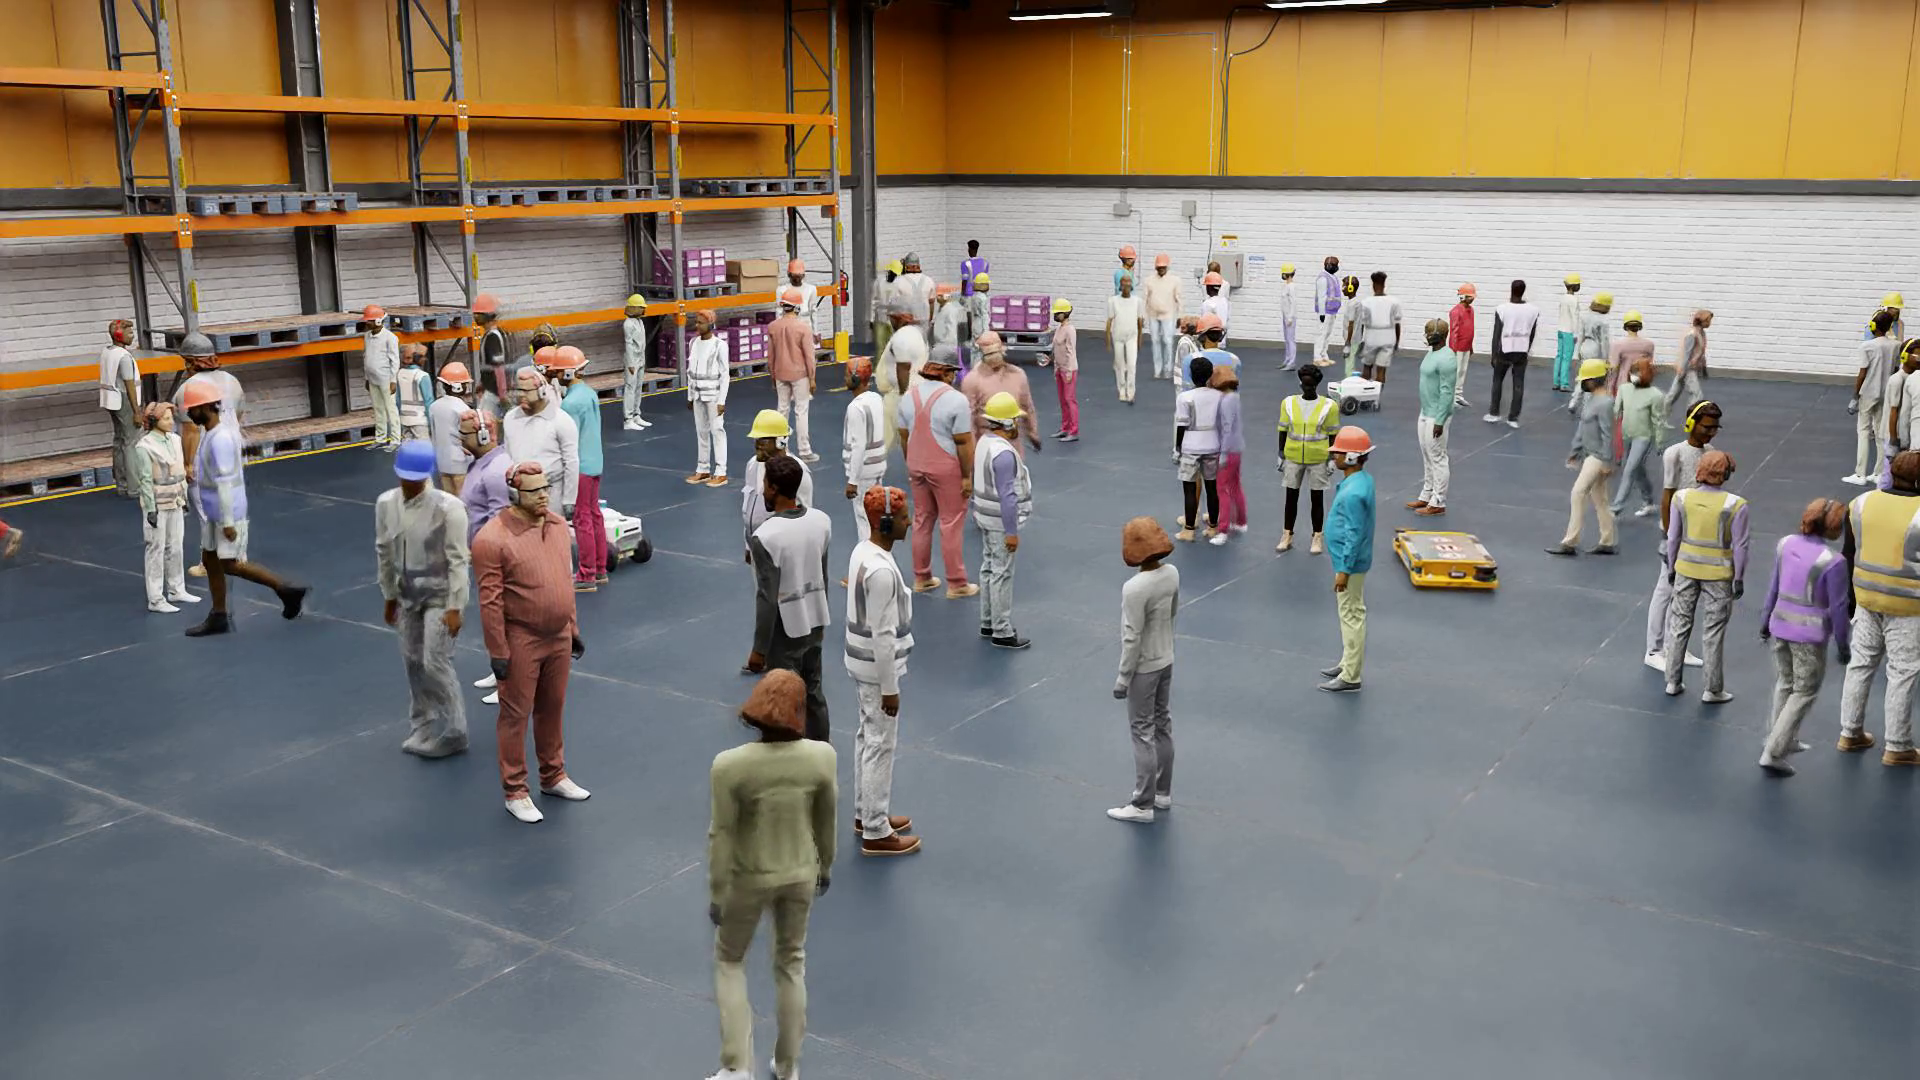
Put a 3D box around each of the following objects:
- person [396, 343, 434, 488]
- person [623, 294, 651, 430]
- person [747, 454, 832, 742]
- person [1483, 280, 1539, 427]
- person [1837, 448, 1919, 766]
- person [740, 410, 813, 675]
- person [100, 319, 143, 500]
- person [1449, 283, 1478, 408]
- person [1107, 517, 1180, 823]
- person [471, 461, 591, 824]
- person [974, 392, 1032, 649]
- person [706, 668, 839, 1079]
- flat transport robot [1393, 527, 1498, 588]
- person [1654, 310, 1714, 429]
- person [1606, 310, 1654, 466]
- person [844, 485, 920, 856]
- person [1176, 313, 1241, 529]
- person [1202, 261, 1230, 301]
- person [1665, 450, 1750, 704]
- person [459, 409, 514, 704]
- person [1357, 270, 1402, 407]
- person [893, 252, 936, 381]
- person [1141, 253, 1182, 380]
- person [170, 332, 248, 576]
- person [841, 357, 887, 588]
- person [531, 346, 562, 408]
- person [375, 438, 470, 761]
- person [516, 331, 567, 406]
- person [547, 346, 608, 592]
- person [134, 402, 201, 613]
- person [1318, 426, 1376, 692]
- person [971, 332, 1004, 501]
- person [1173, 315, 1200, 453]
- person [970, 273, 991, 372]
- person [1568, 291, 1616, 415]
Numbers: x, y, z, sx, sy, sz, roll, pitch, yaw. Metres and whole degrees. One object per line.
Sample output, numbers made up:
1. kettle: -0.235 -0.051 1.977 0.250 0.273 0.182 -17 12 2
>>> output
1. person: -5.450 -1.158 16.708 0.516 1.638 0.317 9 16 35
2. person: -4.164 -2.294 21.436 0.342 1.735 0.484 2 13 9
3. person: -0.905 0.489 8.952 0.391 1.920 0.587 8 15 30
4. person: 7.219 -2.454 21.786 0.599 1.887 0.778 0 13 1
5. person: 5.403 0.379 9.597 0.429 1.842 0.633 -7 15 -27
6. person: -1.243 0.038 11.097 0.593 1.832 0.404 11 17 40
7. person: -8.554 -1.328 16.998 0.569 1.840 0.374 12 17 41
8. person: 7.028 -2.714 23.235 0.351 1.744 0.563 11 17 40
9. person: 0.977 0.678 8.760 0.288 1.633 0.497 9 16 33
10. person: -2.245 0.522 8.834 0.407 1.910 0.640 8 15 30
11. person: 0.308 -0.141 11.862 0.404 1.836 0.600 -3 13 -15
12. person: -0.693 1.280 6.213 0.561 1.601 0.410 -6 14 -25
13. flat transport robot: 4.095 0.139 14.078 0.652 0.197 1.431 2 13 7
14. person: 9.239 -2.135 21.094 0.778 1.573 0.540 8 15 31
15. person: 7.586 -1.723 18.889 0.526 1.765 0.329 -2 13 -7
16. person: -0.399 0.651 8.350 0.354 1.879 0.582 -2 13 -10
17. person: 2.329 -1.118 15.696 0.617 2.028 0.409 -6 14 -24
18. person: 4.013 -3.477 26.320 0.508 1.845 0.345 -7 15 -28
19. person: 4.777 0.235 10.669 0.309 1.638 0.513 -12 17 -41
20. person: -3.024 0.096 10.716 0.396 1.900 0.647 -6 14 -24
21. person: 5.767 -2.729 22.884 0.626 1.938 0.550 2 13 10
22. person: -0.743 -3.379 25.462 0.688 2.000 0.539 -6 14 -23
23. person: 3.128 -3.497 26.119 0.644 1.967 0.688 4 14 17
24. person: -6.326 -0.719 13.923 0.536 2.000 0.677 3 13 12
25. person: -0.787 -0.543 13.508 0.362 1.883 0.575 4 14 16
26. person: -3.799 -0.922 15.435 0.341 1.750 0.565 1 13 4
27. person: -3.097 0.341 9.608 0.636 1.918 0.455 6 14 24
28. person: -3.875 -1.016 15.589 0.537 1.869 0.314 -3 13 -15
29. person: -3.079 -0.572 13.412 0.407 1.987 0.614 1 13 6
30. person: -6.137 -0.258 12.834 0.318 1.630 0.512 1 13 6
31. person: 2.536 0.122 10.904 0.327 1.753 0.561 4 14 17
32. person: 0.282 -1.218 16.720 0.341 1.750 0.565 -1 13 -6
33. person: 2.679 -1.838 19.680 0.313 1.634 0.514 3 13 14
34. person: 0.332 -3.184 25.269 0.295 1.744 0.488 -5 14 -22
35. person: 8.448 -2.462 22.204 0.373 1.714 0.534 -4 14 -17
